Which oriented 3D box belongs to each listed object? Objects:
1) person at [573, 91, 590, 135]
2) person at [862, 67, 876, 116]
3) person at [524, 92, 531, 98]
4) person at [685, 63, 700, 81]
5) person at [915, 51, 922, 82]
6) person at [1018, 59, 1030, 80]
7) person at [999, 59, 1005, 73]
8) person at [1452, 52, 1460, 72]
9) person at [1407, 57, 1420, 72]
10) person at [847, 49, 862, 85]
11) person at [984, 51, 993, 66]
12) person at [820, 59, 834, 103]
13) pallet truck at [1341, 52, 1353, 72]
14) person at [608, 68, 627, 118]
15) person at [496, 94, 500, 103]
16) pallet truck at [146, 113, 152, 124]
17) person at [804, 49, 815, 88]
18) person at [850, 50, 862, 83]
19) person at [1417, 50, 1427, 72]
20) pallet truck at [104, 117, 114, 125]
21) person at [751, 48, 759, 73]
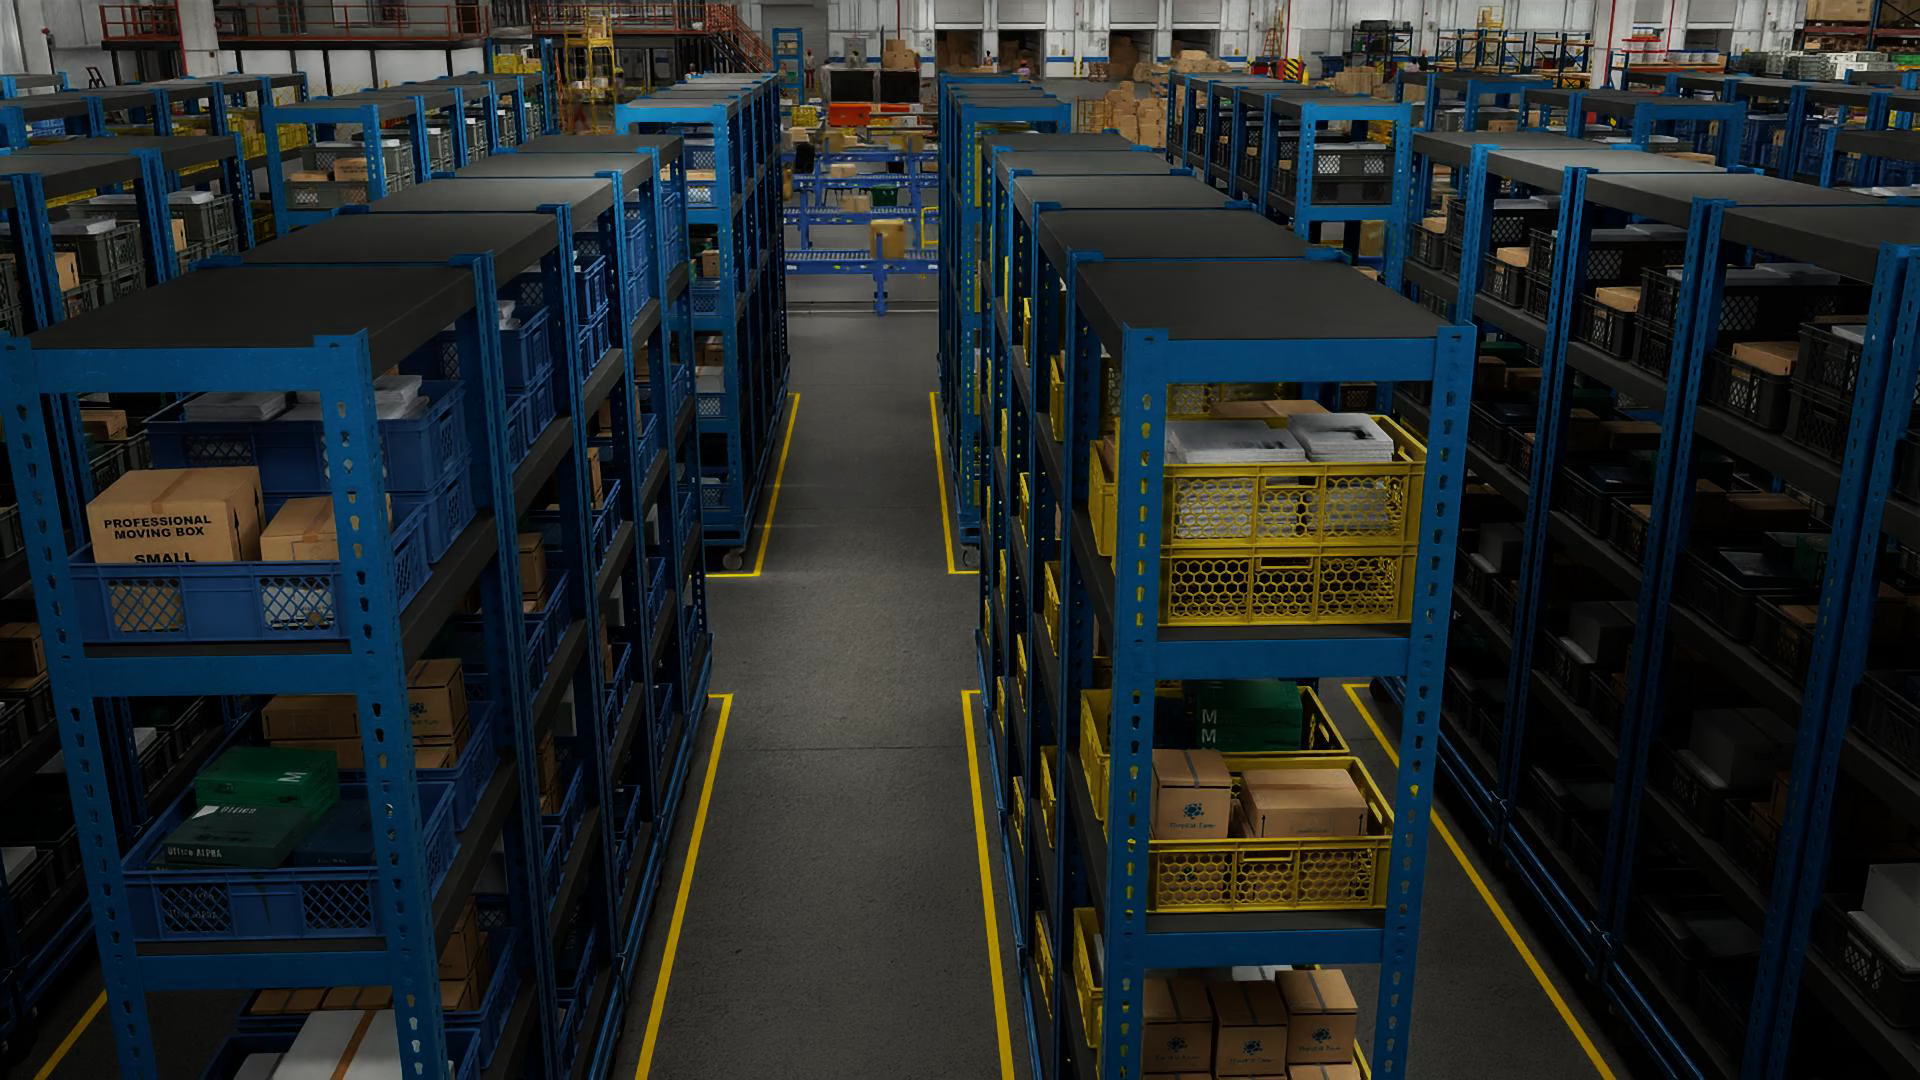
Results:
[{"bbox_3d":[-12.766,-14.568,56.181,0.872,1.726,0.532,-5,19,-16],"label":"person"},{"bbox_3d":[-3.470,-17.293,64.323,0.717,1.919,0.548,11,21,31],"label":"person"},{"bbox_3d":[-12.684,-12.086,48.349,0.594,1.840,0.387,4,18,13],"label":"person"},{"bbox_3d":[-10.436,-17.553,64.925,0.688,2.000,0.536,-11,21,-31],"label":"person"},{"bbox_3d":[-2.353,-26.173,92.052,0.535,1.747,0.645,-16,24,-41],"label":"person"},{"bbox_3d":[2.628,-18.977,69.327,0.616,2.041,0.379,-13,22,-35],"label":"person"},{"bbox_3d":[1.968,-21.128,76.328,0.941,1.836,0.529,-6,19,-17],"label":"person"},{"bbox_3d":[25.765,-24.459,86.560,0.428,1.871,0.600,-2,18,-6],"label":"person"},{"bbox_3d":[21.512,-21.954,78.890,0.660,1.821,0.447,-6,19,-17],"label":"person"},{"bbox_3d":[-5.782,-25.796,90.715,0.907,1.867,0.654,2,18,7],"label":"person"},{"bbox_3d":[1.616,-26.921,94.487,0.534,1.685,0.367,2,18,7],"label":"person"},{"bbox_3d":[-5.926,-20.404,73.958,0.655,1.903,0.898,-7,19,-20],"label":"person"},{"bbox_3d":[18.794,-23.123,82.231,0.823,1.965,1.885,-13,22,-35],"label":"pallet truck"},{"bbox_3d":[-13.221,-17.320,64.442,0.886,1.900,0.594,-5,19,-15],"label":"person"},{"bbox_3d":[-15.354,-14.209,54.890,0.885,1.855,0.580,1,18,3],"label":"person"},{"bbox_3d":[-18.087,-8.309,36.390,1.885,1.965,0.823,-1,18,-4],"label":"pallet truck"},{"bbox_3d":[-7.858,-24.629,86.896,0.611,1.995,0.380,4,18,12],"label":"person"},{"bbox_3d":[-5.770,-26.321,92.464,0.643,1.787,0.975,13,22,35],"label":"person"},{"bbox_3d":[23.775,-24.191,85.549,0.609,1.988,0.392,-8,20,-24],"label":"person"},{"bbox_3d":[-18.367,-7.885,35.078,1.885,1.965,0.823,1,18,2],"label":"pallet truck"},{"bbox_3d":[-11.134,-25.852,90.755,0.389,1.948,0.609,8,19,23],"label":"person"}]
